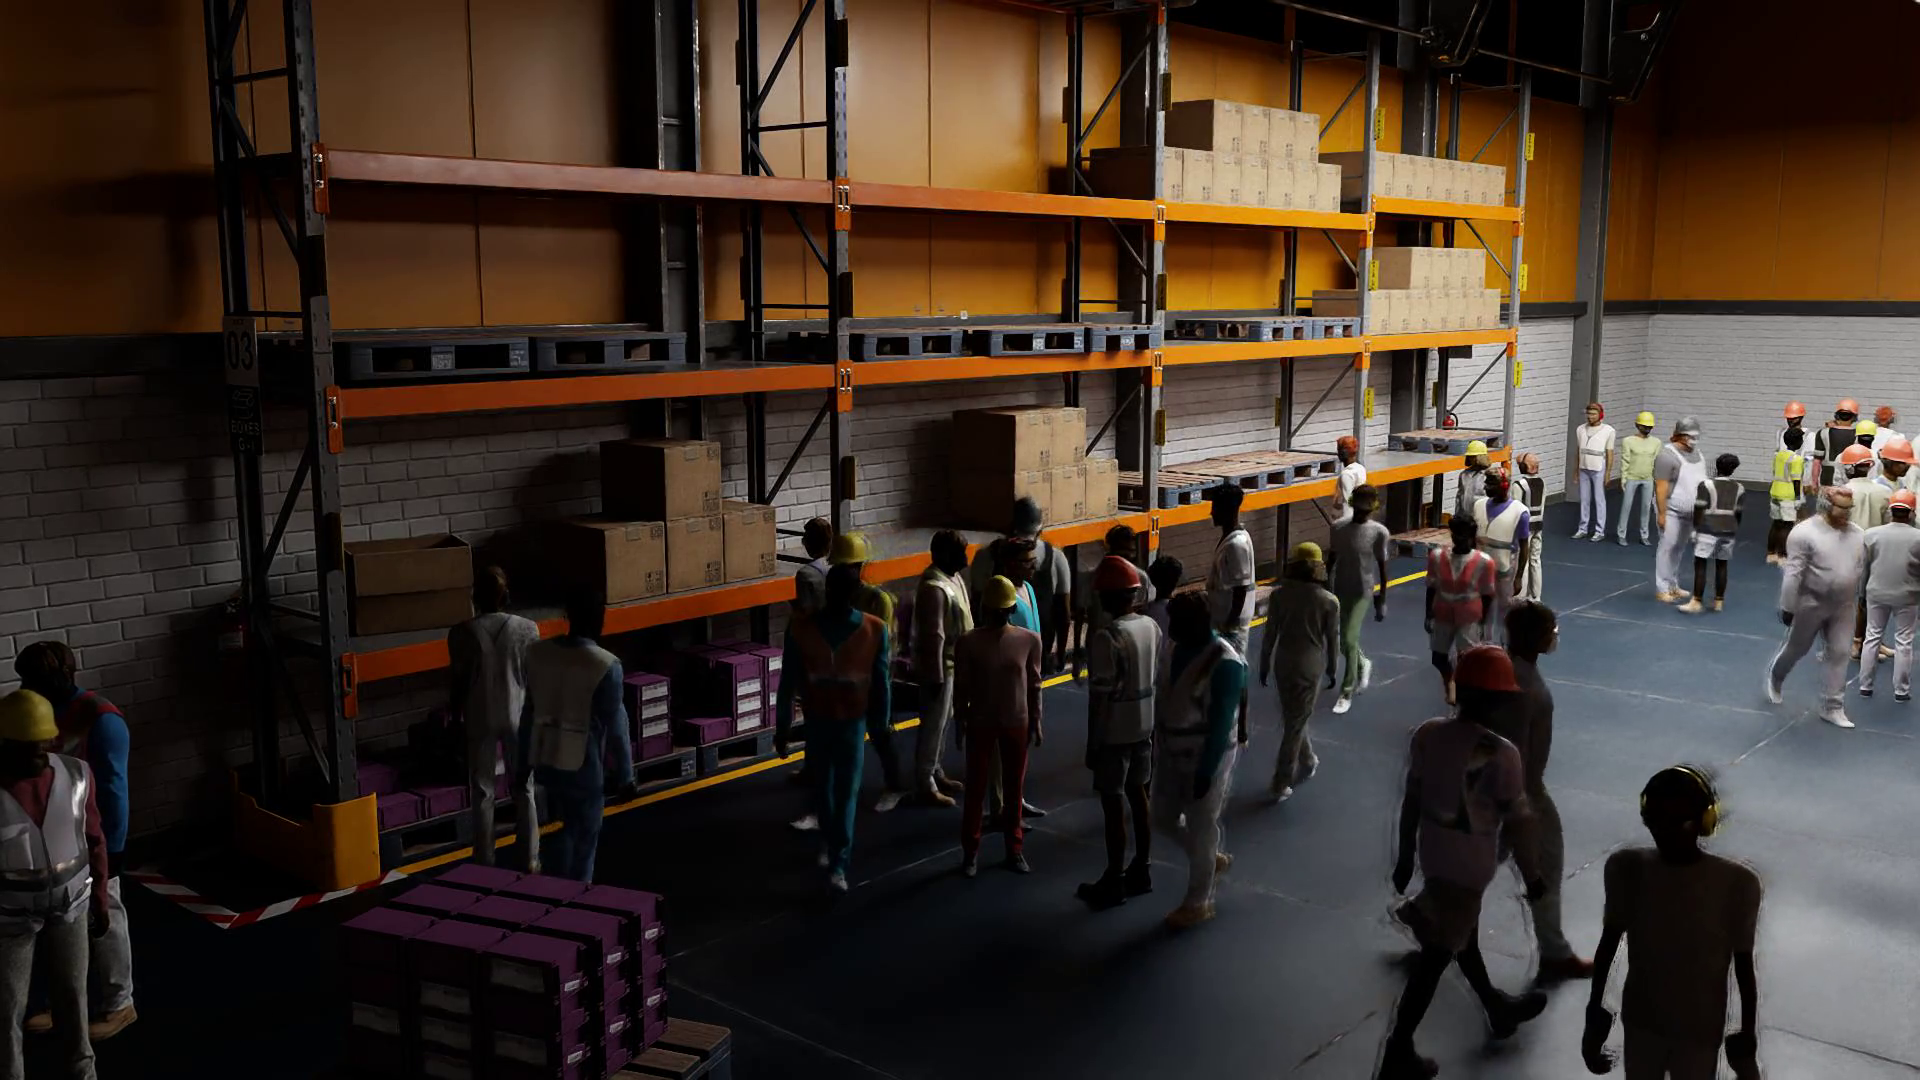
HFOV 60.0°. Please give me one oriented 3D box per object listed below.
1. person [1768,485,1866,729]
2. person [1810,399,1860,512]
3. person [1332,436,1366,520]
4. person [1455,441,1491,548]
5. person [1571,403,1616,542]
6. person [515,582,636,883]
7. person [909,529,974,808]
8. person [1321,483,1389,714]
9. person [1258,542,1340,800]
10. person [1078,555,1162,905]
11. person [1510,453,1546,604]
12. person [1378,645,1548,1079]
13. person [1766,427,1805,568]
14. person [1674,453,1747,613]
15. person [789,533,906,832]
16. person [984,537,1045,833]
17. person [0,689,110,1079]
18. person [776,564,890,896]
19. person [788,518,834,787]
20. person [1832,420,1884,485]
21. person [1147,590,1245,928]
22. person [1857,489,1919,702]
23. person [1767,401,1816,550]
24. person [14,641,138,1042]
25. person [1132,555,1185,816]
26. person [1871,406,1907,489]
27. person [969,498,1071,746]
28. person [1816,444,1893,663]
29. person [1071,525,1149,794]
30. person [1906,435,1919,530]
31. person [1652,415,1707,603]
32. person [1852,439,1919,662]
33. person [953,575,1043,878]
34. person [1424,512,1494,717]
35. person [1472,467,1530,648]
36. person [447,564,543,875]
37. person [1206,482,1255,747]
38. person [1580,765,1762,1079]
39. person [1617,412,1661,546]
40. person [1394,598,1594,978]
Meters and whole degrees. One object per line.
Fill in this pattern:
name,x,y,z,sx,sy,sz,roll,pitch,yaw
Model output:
person,6.753,0.474,13.097,0.646,1.871,0.920,-1,9,-4
person,10.606,-0.684,20.045,0.614,2.029,0.409,6,10,32
person,3.936,-0.118,16.848,0.354,1.881,0.576,5,10,27
person,5.494,-0.192,17.774,0.303,1.743,0.494,-7,11,-40
person,8.406,-0.899,22.039,0.386,1.837,0.562,-6,10,-32
person,-1.986,1.158,8.574,0.654,1.894,0.466,5,10,28
person,-0.114,0.829,10.935,0.432,1.832,0.637,1,9,8
person,3.178,0.440,13.438,0.534,1.828,0.789,8,12,40
person,2.298,0.859,11.162,0.497,1.676,0.873,6,11,34
person,0.872,1.043,9.208,0.387,1.930,0.544,8,12,41
person,5.992,-0.106,17.587,0.508,1.629,0.318,-7,11,-36
person,2.228,1.380,7.171,1.021,1.877,0.551,-4,10,-22
person,9.939,-0.510,19.996,0.318,1.691,0.537,0,9,-2
person,7.782,-0.067,17.248,0.734,1.655,0.320,-2,9,-11
person,-0.665,0.880,10.472,0.606,1.874,1.052,6,10,33
person,0.324,0.889,10.467,0.389,1.846,0.564,3,9,19
person,-3.720,1.488,6.687,0.403,1.825,0.593,7,11,39
person,-0.719,1.046,9.430,0.620,1.844,1.040,1,9,3
person,-0.944,0.761,11.350,0.357,1.835,0.516,7,11,39
person,9.897,-0.355,18.274,0.591,1.918,0.397,5,10,30
person,1.261,1.156,8.840,0.483,1.823,0.629,-5,10,-31
person,7.657,0.450,13.631,0.567,1.743,0.350,8,12,40
person,10.520,-0.792,21.055,0.386,1.929,0.543,-4,10,-25
person,-4.044,1.353,7.532,0.637,1.836,0.430,3,9,18
person,1.296,0.940,10.622,0.540,1.695,0.317,1,9,7
person,11.575,-0.747,20.949,0.358,1.873,0.662,-7,11,-36
person,0.419,0.664,11.295,0.695,2.000,1.040,-1,9,-6
person,7.990,0.137,14.881,0.618,1.986,0.407,0,9,-2
person,1.008,0.784,11.305,0.528,1.801,0.993,0,9,2
person,11.665,-0.583,19.821,0.665,1.887,0.662,4,10,25
person,7.748,-0.352,17.849,0.705,2.000,0.535,-5,10,-28
person,8.365,0.093,15.022,0.608,2.032,0.417,-8,12,-42
person,0.223,1.069,9.570,0.533,1.767,0.327,-2,9,-11
person,3.886,0.594,12.916,0.533,1.680,0.581,5,10,31
person,4.672,0.279,14.415,0.393,1.842,0.564,-5,10,-31
person,-2.622,1.050,9.432,0.517,1.843,0.326,-3,9,-19
person,1.990,0.548,12.287,0.366,1.962,0.614,1,9,6
person,2.348,1.654,5.517,0.557,1.854,0.391,7,11,38
person,8.813,-0.782,21.542,0.529,1.759,0.341,0,9,1
person,2.689,1.210,8.231,0.943,1.912,0.631,1,9,9
